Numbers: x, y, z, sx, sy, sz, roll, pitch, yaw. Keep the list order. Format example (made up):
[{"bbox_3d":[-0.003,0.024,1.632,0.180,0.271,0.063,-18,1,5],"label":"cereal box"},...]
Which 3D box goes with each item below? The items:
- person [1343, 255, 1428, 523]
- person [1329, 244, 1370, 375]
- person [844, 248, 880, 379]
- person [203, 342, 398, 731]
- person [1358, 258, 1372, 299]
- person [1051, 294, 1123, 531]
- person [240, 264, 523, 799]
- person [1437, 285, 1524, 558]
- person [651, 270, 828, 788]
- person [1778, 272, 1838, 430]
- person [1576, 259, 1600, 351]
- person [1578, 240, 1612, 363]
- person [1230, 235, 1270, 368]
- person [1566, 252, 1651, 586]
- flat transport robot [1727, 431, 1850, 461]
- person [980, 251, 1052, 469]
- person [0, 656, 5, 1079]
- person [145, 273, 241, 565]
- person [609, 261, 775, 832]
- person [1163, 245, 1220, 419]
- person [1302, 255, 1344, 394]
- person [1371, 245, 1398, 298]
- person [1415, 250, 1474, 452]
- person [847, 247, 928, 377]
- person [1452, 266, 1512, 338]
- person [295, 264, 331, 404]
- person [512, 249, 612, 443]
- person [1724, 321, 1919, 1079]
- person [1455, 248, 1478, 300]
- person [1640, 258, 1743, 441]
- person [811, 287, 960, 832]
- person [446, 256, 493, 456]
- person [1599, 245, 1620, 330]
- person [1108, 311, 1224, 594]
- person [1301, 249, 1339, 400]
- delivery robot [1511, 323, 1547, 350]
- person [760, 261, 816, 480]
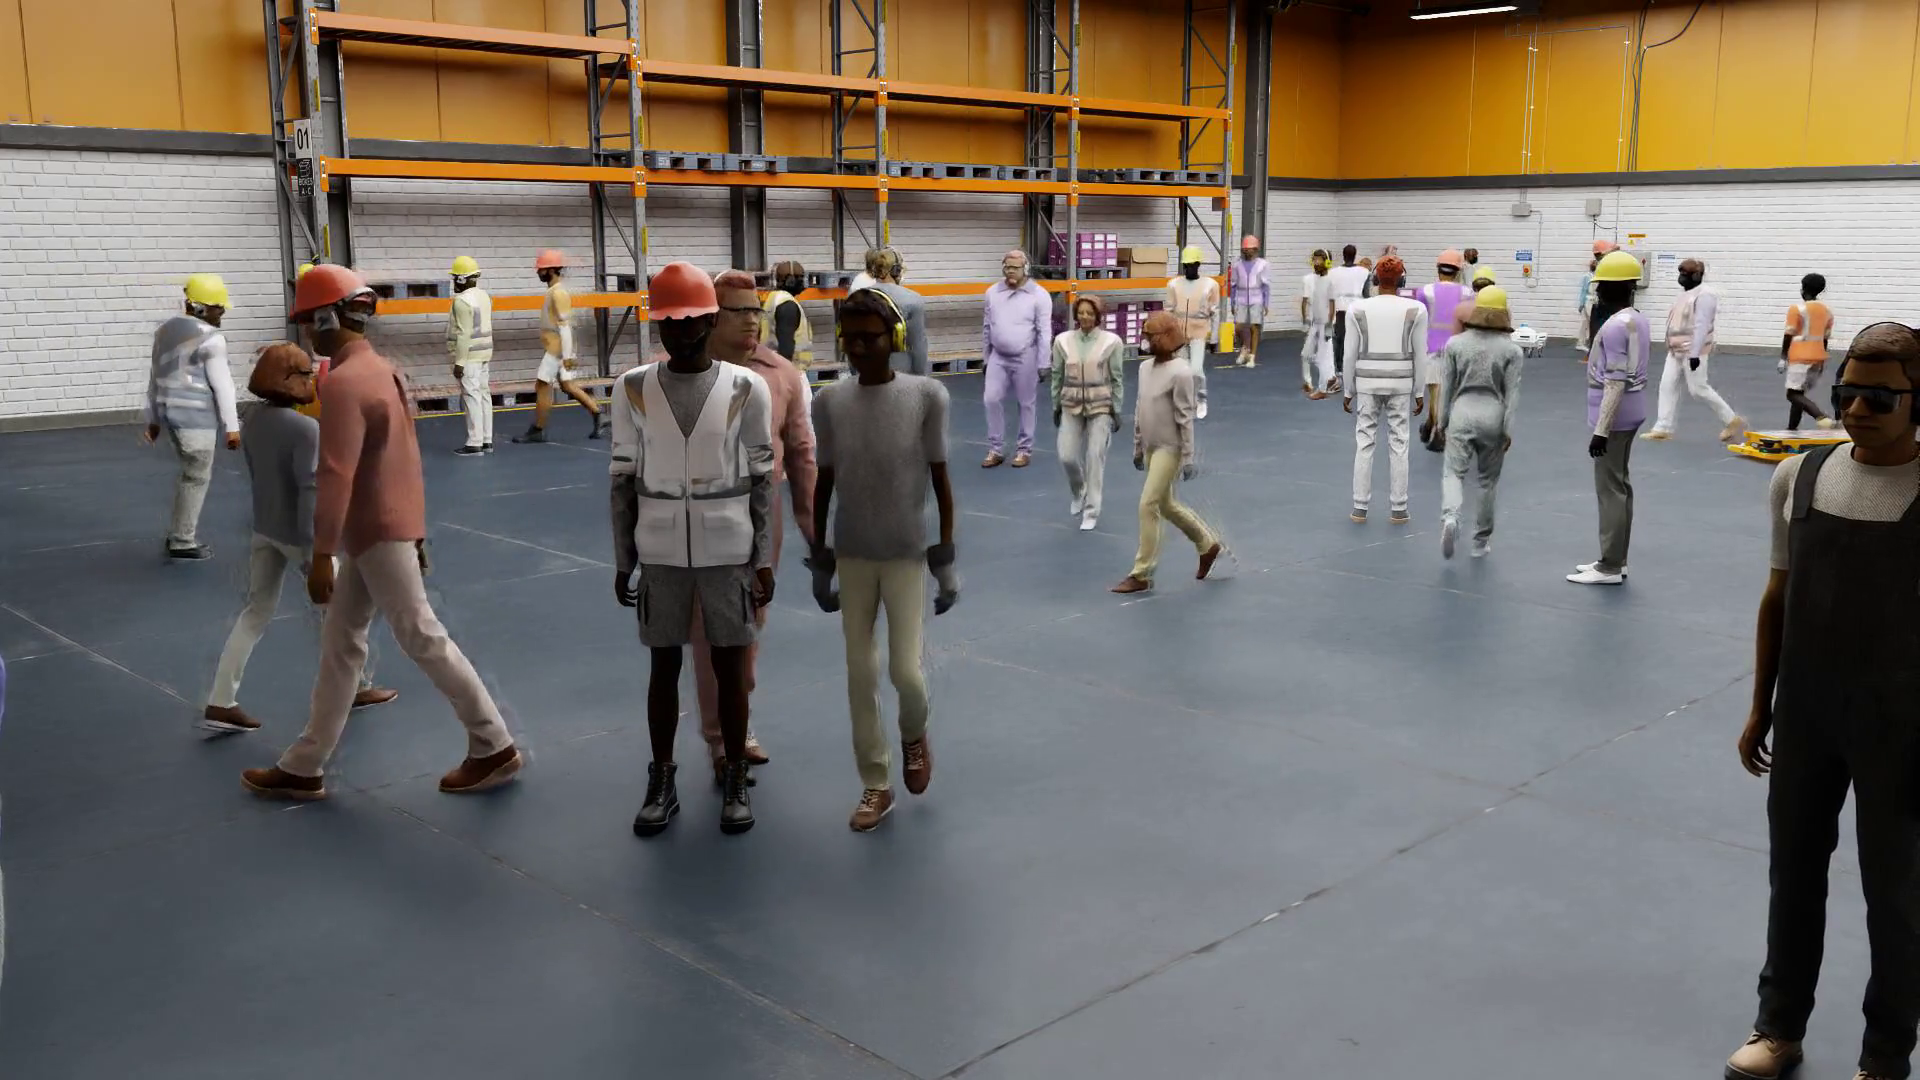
[{"bbox_3d":[2.985,-1.051,11.707,0.577,1.883,0.353,3,11,15],"label":"person"},{"bbox_3d":[5.576,-3.281,23.854,0.596,1.898,0.784,1,10,7],"label":"person"},{"bbox_3d":[-1.089,-2.171,17.797,0.783,1.899,0.638,5,12,27],"label":"person"},{"bbox_3d":[-2.791,-0.017,6.857,0.511,1.593,0.839,7,12,33],"label":"person"},{"bbox_3d":[7.144,-4.186,29.509,0.280,1.624,0.493,-2,11,-12],"label":"person"},{"bbox_3d":[0.891,-0.889,11.515,0.518,1.628,0.436,3,11,18],"label":"person"},{"bbox_3d":[-2.088,-0.014,5.964,1.004,1.926,0.689,-2,11,-11],"label":"person"},{"bbox_3d":[3.196,-0.709,10.291,0.512,1.719,0.711,4,11,22],"label":"person"},{"bbox_3d":[-0.790,-0.045,6.188,0.685,1.894,0.622,-7,13,-35],"label":"person"},{"bbox_3d":[8.094,-1.697,15.797,0.542,1.670,0.670,-5,11,-25],"label":"person"},{"bbox_3d":[11.026,-4.058,28.820,0.634,1.601,0.731,-9,14,-41],"label":"person"},{"bbox_3d":[10.202,-3.736,26.182,0.666,1.954,0.779,-10,15,-44],"label":"person"},{"bbox_3d":[4.411,-3.626,25.367,0.625,2.029,0.434,4,11,20],"label":"person"},{"bbox_3d":[3.781,-0.699,9.664,0.366,1.926,0.593,6,12,31],"label":"person"},{"bbox_3d":[7.820,-0.865,15.088,1.431,0.197,0.652,-1,10,-5],"label":"flat transport robot"},{"bbox_3d":[0.444,-1.544,14.374,0.687,1.880,0.719,5,11,24],"label":"person"},{"bbox_3d":[-1.381,0.700,2.011,0.355,1.934,0.553,1,10,5],"label":"person"},{"bbox_3d":[-4.734,-0.746,10.292,0.612,1.790,0.538,8,13,36],"label":"person"},{"bbox_3d":[-0.900,0.040,5.606,0.553,1.935,0.362,0,10,-2],"label":"person"},{"bbox_3d":[2.482,-2.221,18.007,0.595,1.912,0.409,5,11,25],"label":"person"},{"bbox_3d":[4.627,-2.776,21.254,0.545,1.824,0.925,-3,11,-16],"label":"person"},{"bbox_3d":[7.645,-4.439,30.290,1.000,1.853,0.687,4,11,23],"label":"person"},{"bbox_3d":[4.547,-1.807,15.845,0.568,1.863,1.013,-1,10,-3],"label":"person"},{"bbox_3d":[-0.525,-1.162,12.174,0.627,1.935,0.371,4,11,20],"label":"person"},{"bbox_3d":[4.686,-1.591,15.007,0.541,1.751,0.445,8,13,36],"label":"person"},{"bbox_3d":[-5.869,-1.634,15.229,0.328,1.759,0.524,-2,11,-12],"label":"person"},{"bbox_3d":[-3.897,-1.894,16.277,0.951,1.907,0.547,-2,11,-13],"label":"person"},{"bbox_3d":[2.053,0.422,3.816,0.341,1.839,0.501,-7,12,-32],"label":"person"},{"bbox_3d":[8.852,-4.246,29.343,0.906,1.812,0.629,2,11,11],"label":"person"},{"bbox_3d":[7.228,-1.852,16.297,0.868,1.812,0.638,0,10,0],"label":"person"},{"bbox_3d":[-0.259,0.067,5.695,0.530,1.847,0.455,2,11,11],"label":"person"},{"bbox_3d":[-4.517,-1.689,15.325,0.403,1.833,0.586,1,10,6],"label":"person"},{"bbox_3d":[11.225,-4.172,28.825,0.378,1.844,0.569,9,14,41],"label":"person"},{"bbox_3d":[1.206,-0.508,9.506,0.765,1.607,0.510,-4,11,-23],"label":"person"},{"bbox_3d":[4.453,-2.646,20.476,0.428,1.854,0.564,-3,11,-16],"label":"person"},{"bbox_3d":[9.391,-3.367,27.700,0.477,0.478,0.707,-8,13,-38],"label":"delivery robot"},{"bbox_3d":[-1.309,-1.387,13.736,0.889,1.802,0.663,-4,11,-19],"label":"person"}]
